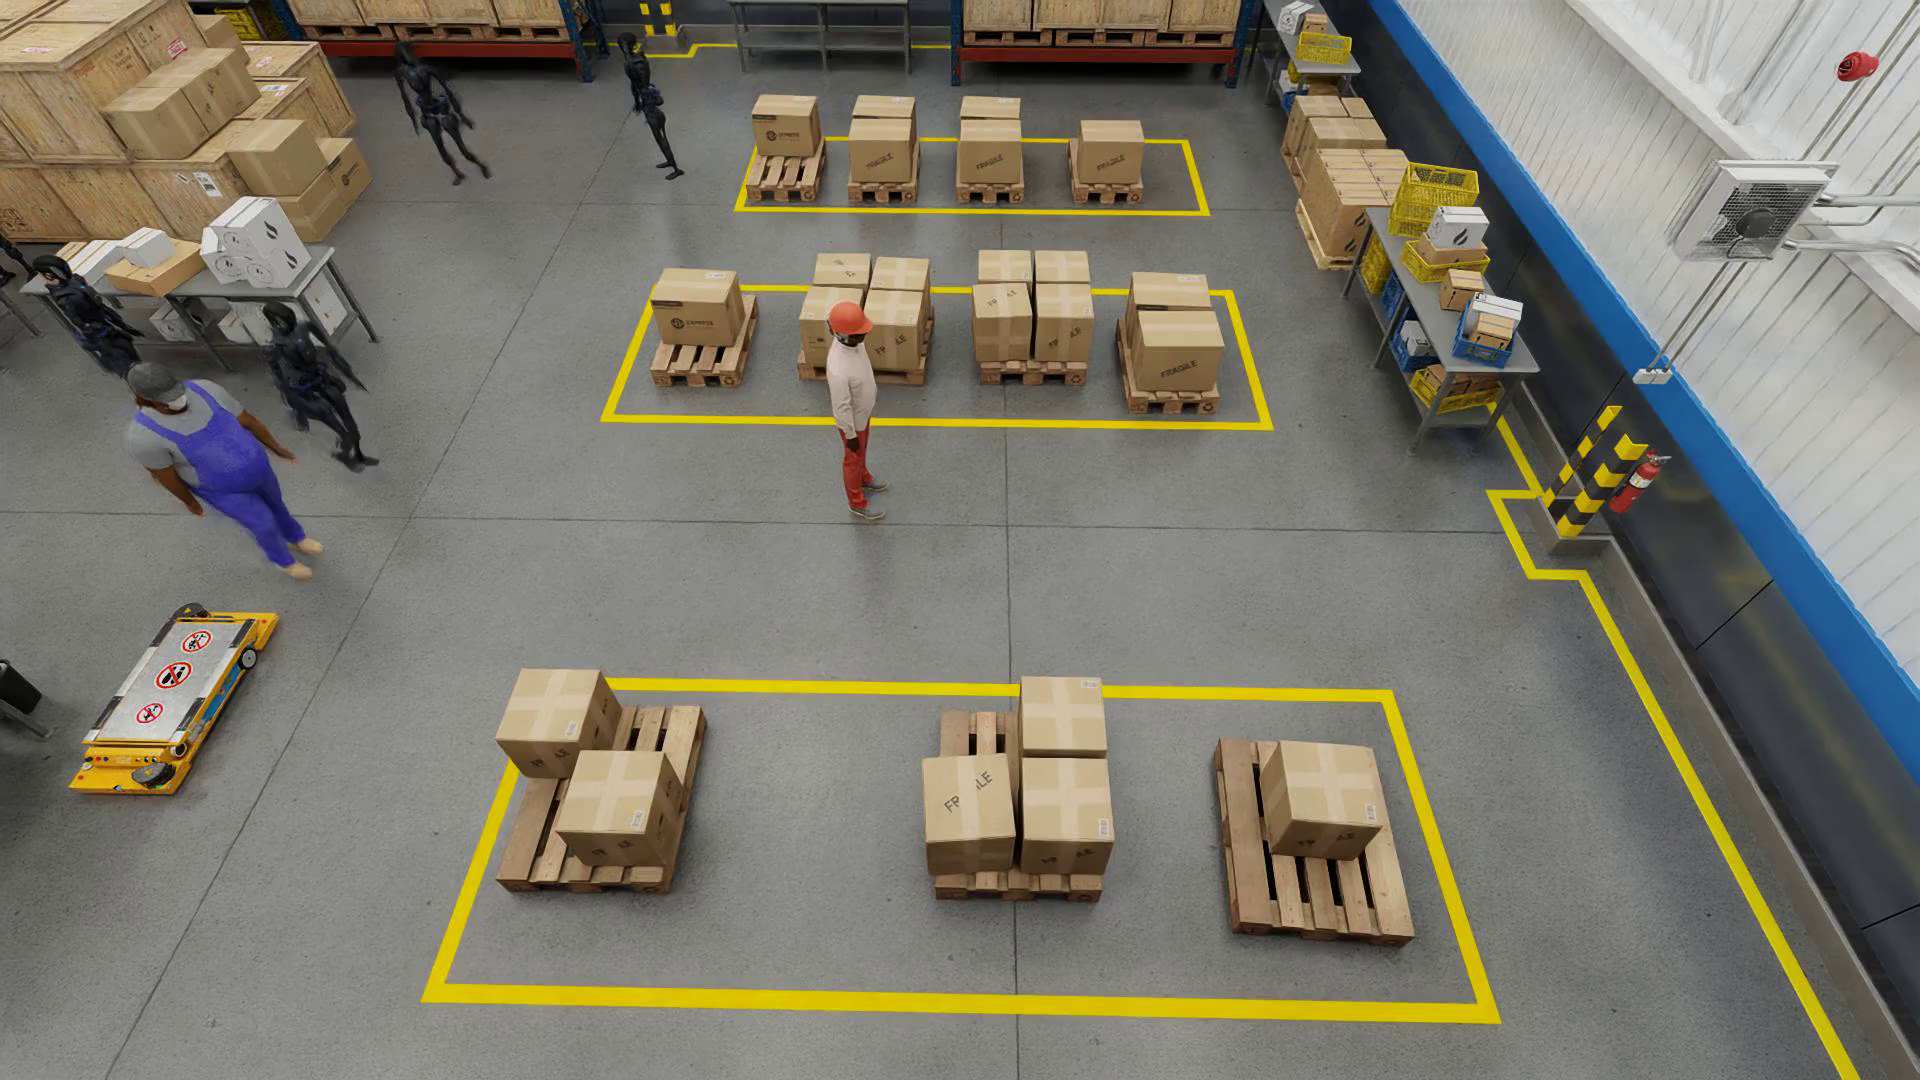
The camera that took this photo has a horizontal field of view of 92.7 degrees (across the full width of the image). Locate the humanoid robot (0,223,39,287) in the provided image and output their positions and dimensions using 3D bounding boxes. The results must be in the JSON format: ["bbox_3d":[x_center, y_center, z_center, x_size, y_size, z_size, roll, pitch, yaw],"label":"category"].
[{"bbox_3d":[-10.131,-3.335,9.254,0.591,1.660,0.326,-10,50,-8],"label":"humanoid robot"}]

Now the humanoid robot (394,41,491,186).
[{"bbox_3d":[-6.033,-4.967,10.657,0.655,1.635,0.450,-1,50,-1],"label":"humanoid robot"}]

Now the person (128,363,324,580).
[{"bbox_3d":[-5.244,-0.499,6.630,0.600,2.000,0.699,11,51,9],"label":"person"}]

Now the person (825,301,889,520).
[{"bbox_3d":[-0.799,-0.985,7.071,0.378,1.994,0.615,4,50,3],"label":"person"}]

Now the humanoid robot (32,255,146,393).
[{"bbox_3d":[-7.278,-1.706,7.879,0.327,1.657,0.591,-17,52,-14],"label":"humanoid robot"}]

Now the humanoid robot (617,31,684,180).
[{"bbox_3d":[-3.653,-5.102,10.763,0.366,1.646,0.593,-26,55,-20],"label":"humanoid robot"}]

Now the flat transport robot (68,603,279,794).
[{"bbox_3d":[-5.504,1.072,6.442,0.652,0.197,1.431,1,50,1],"label":"flat transport robot"}]

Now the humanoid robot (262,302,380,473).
[{"bbox_3d":[-5.194,-1.198,7.463,0.424,1.646,0.602,8,50,7],"label":"humanoid robot"}]
